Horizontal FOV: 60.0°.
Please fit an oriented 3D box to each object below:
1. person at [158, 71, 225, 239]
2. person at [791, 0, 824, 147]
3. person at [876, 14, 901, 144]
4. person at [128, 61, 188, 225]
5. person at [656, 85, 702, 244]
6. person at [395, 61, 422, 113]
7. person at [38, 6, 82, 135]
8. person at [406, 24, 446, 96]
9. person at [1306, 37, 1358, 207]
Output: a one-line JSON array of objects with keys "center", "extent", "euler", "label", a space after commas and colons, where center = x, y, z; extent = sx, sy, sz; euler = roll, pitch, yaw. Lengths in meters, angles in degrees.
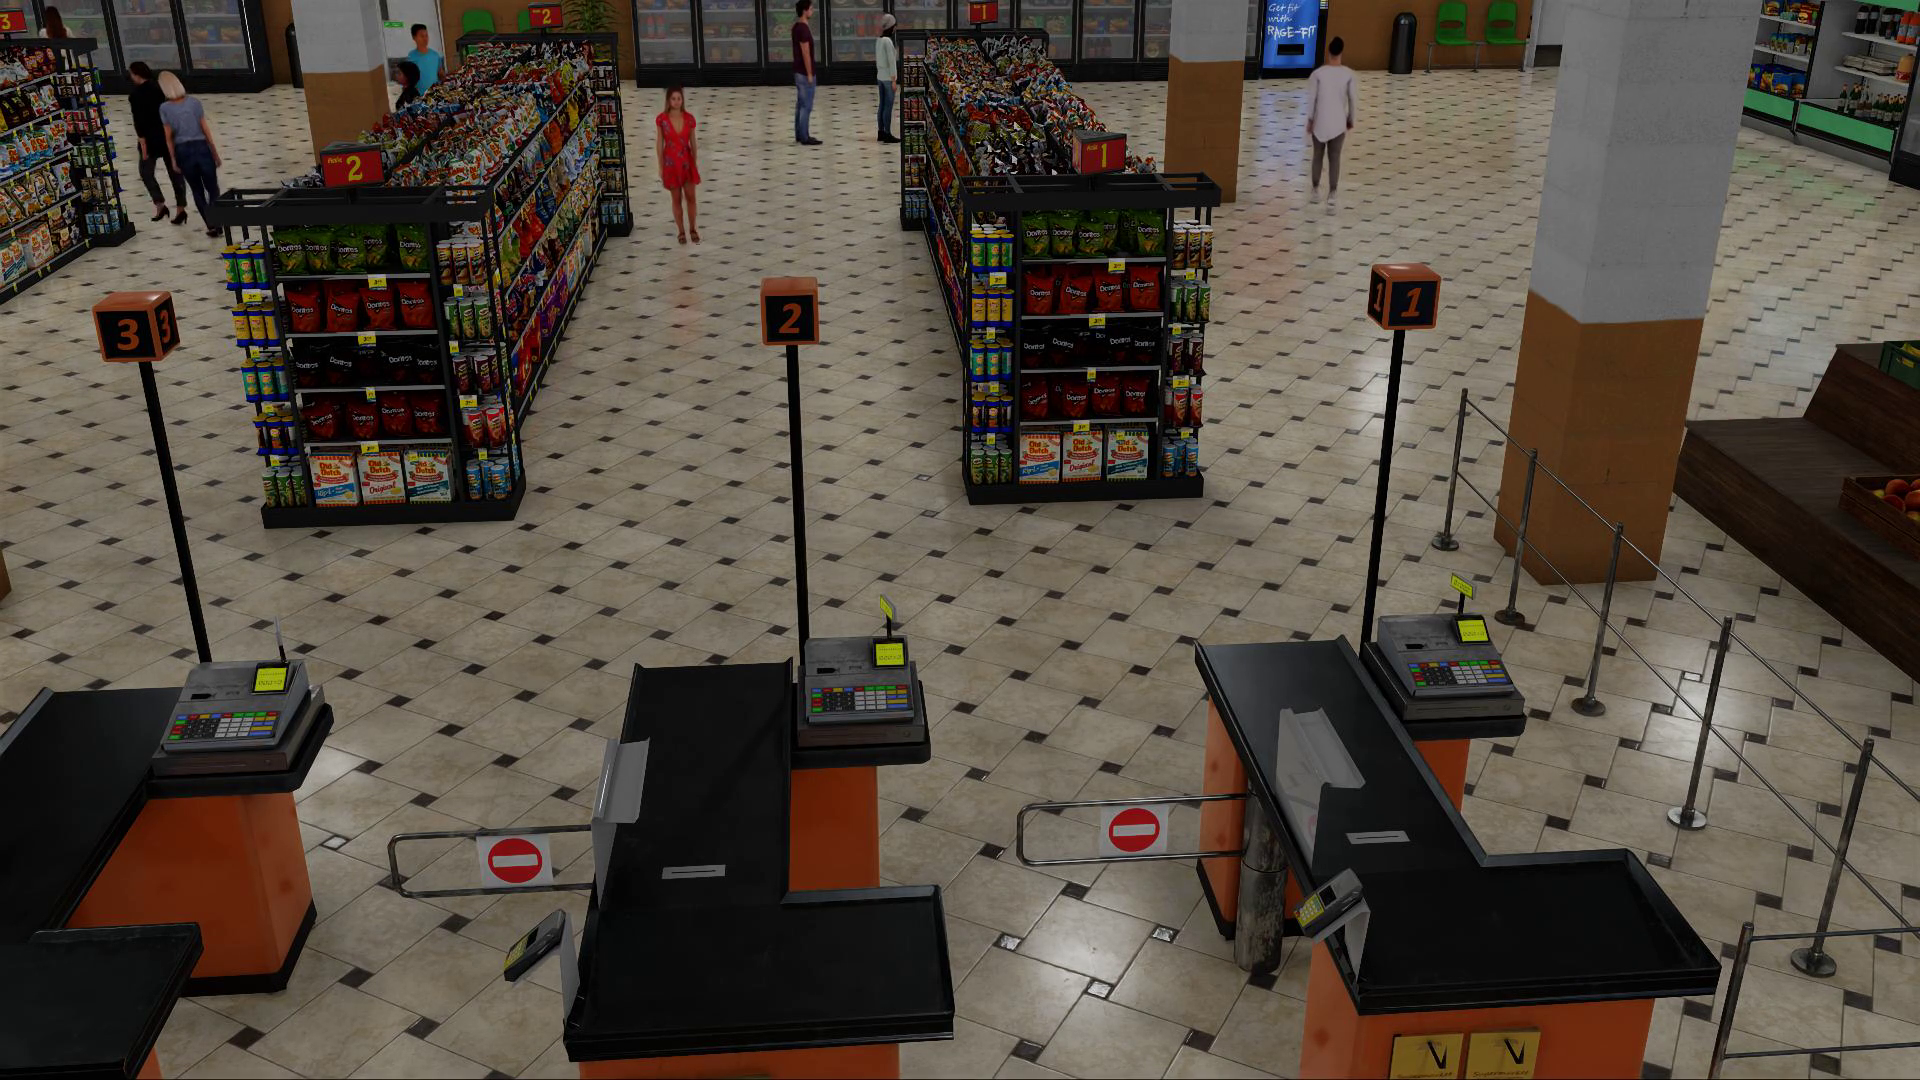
[{"center": [-7.779, -3.875, 16.897], "extent": [0.834, 1.688, 0.935], "euler": [-10, 26, -22], "label": "person"}, {"center": [-2.058, -6.175, 21.952], "extent": [0.769, 1.849, 0.564], "euler": [-8, 25, -18], "label": "person"}, {"center": [-0.971, -6.152, 22.144], "extent": [0.698, 1.652, 0.553], "euler": [-12, 26, -25], "label": "person"}, {"center": [-8.365, -4.159, 17.534], "extent": [0.844, 1.697, 0.752], "euler": [8, 25, 18], "label": "person"}, {"center": [-2.865, -3.809, 16.880], "extent": [0.603, 1.580, 0.650], "euler": [-4, 24, -9], "label": "person"}, {"center": [-5.685, -4.213, 17.678], "extent": [0.764, 1.681, 0.734], "euler": [-11, 26, -23], "label": "person"}, {"center": [-12.147, -6.358, 22.578], "extent": [0.745, 1.682, 0.770], "euler": [-15, 28, -30], "label": "person"}, {"center": [-6.494, -5.316, 20.117], "extent": [1.019, 1.747, 1.009], "euler": [14, 27, 29], "label": "person"}, {"center": [4.097, -4.577, 18.360], "extent": [0.855, 1.800, 1.211], "euler": [3, 24, 7], "label": "person"}]
